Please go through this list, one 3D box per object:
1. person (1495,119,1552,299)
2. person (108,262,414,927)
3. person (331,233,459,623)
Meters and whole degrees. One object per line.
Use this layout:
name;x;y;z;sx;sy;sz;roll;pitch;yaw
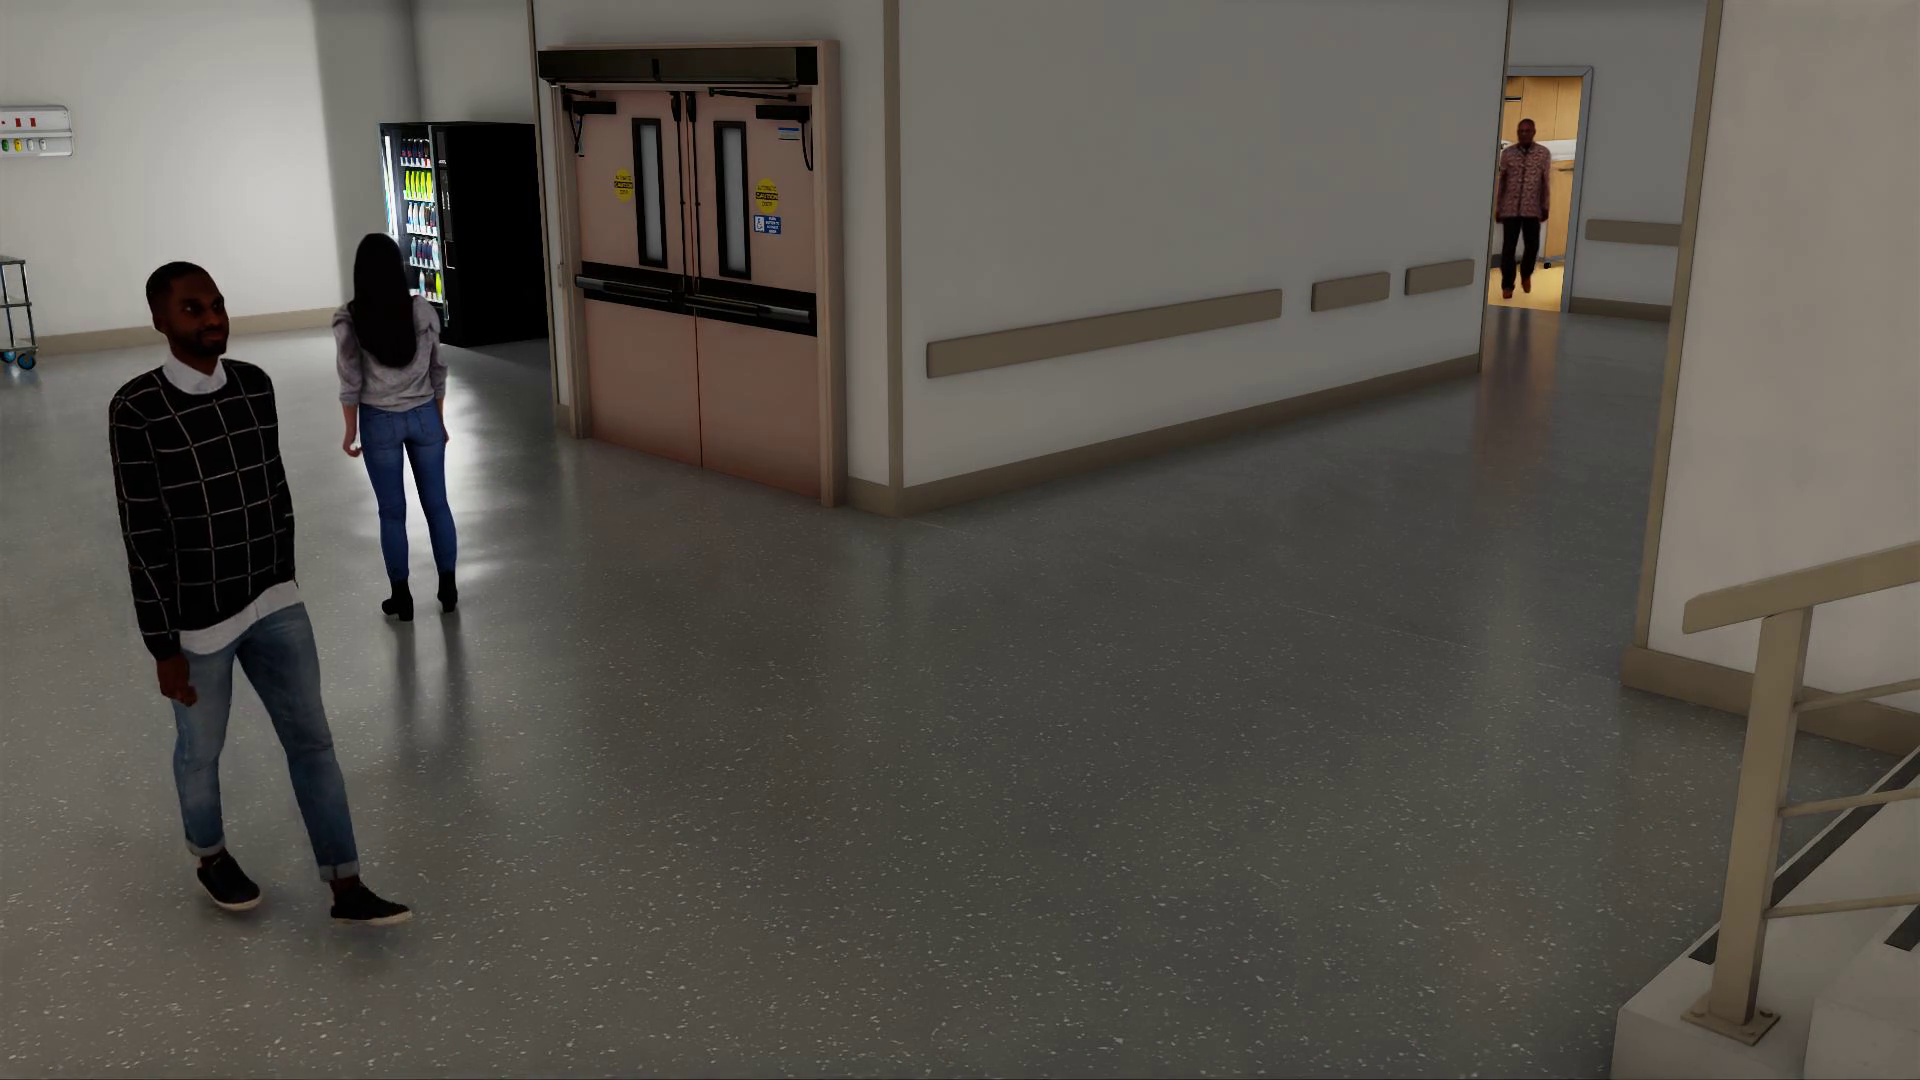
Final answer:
person;5.767;-3.393;17.069;0.874;1.790;0.933;5;16;17
person;-2.015;0.178;4.417;1.120;1.783;0.813;11;19;34
person;-2.352;-0.475;7.012;0.642;1.630;0.576;-10;19;-32
